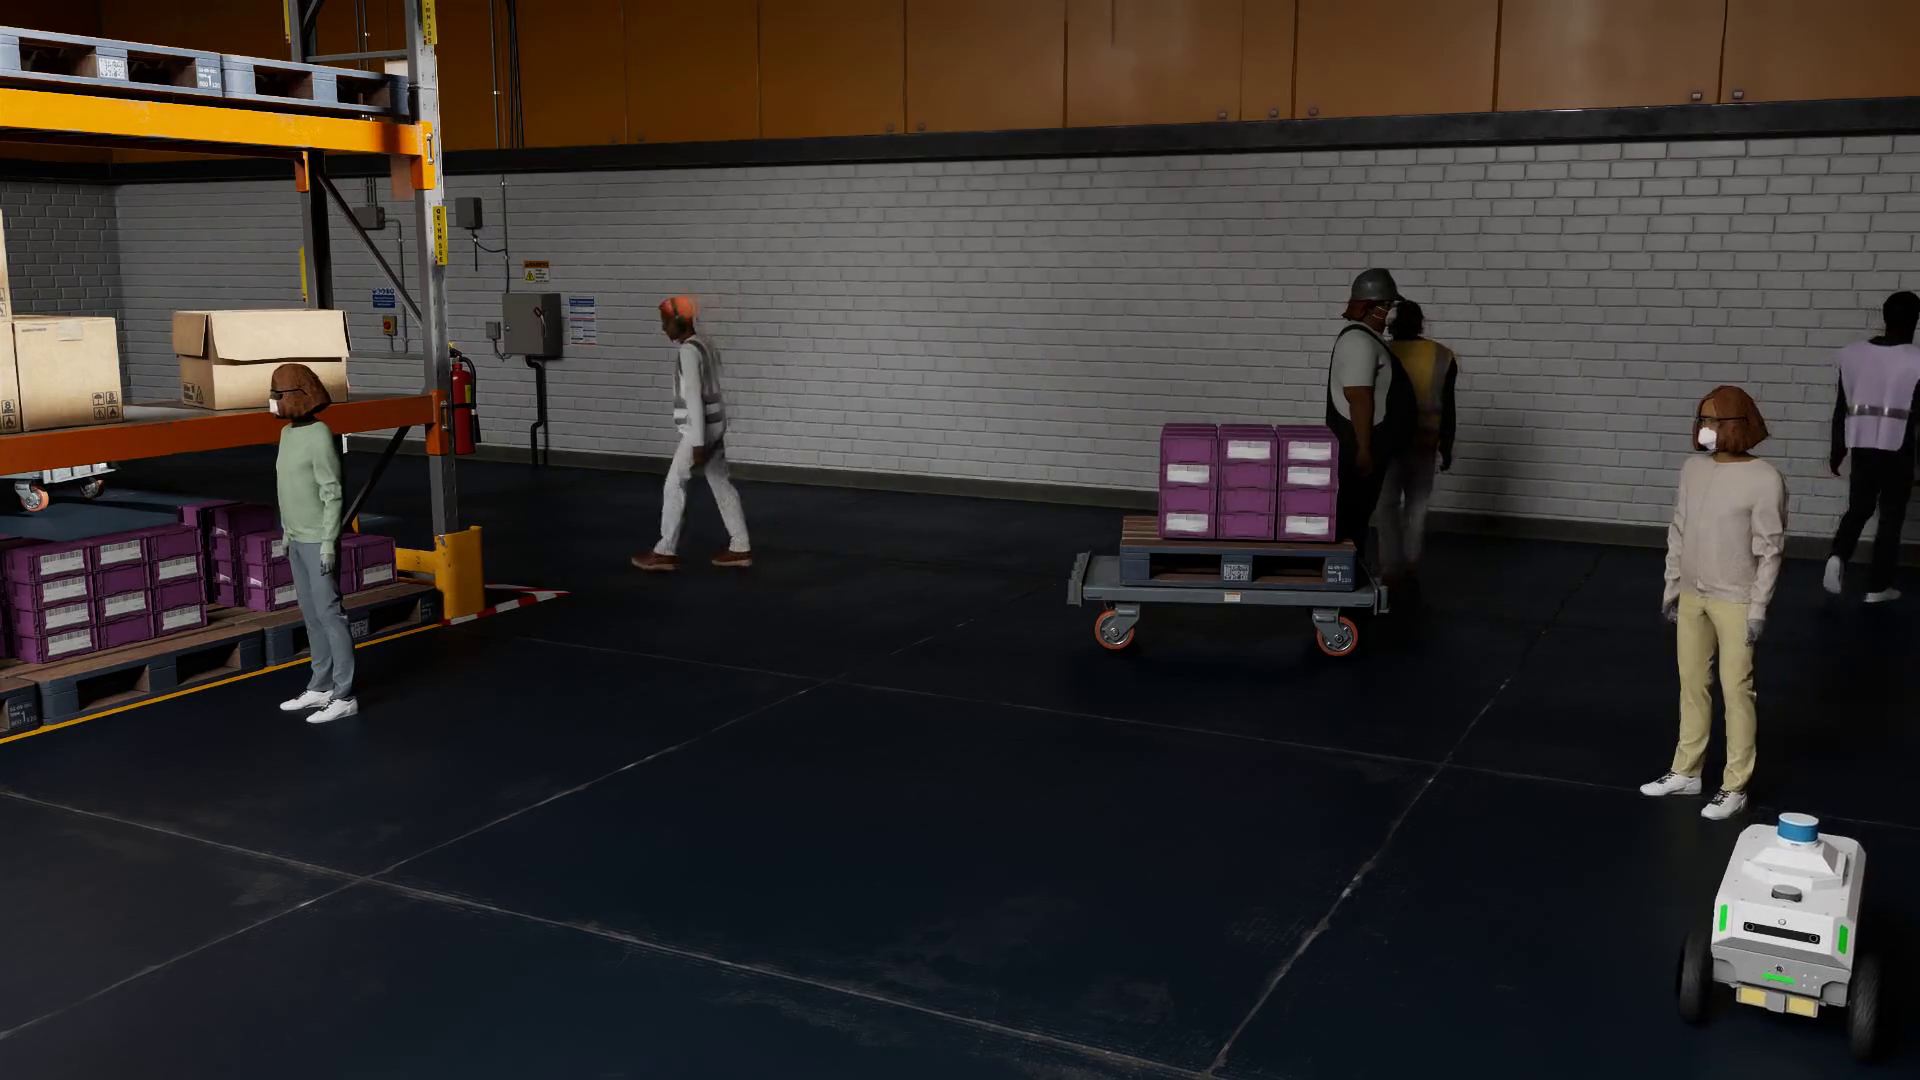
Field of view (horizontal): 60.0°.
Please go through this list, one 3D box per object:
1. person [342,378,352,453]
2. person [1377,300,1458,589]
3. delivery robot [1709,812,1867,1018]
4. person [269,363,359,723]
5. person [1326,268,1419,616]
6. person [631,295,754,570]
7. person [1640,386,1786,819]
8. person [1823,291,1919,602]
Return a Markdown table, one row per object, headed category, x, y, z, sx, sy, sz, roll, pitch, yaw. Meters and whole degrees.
| category | x | y | z | sx | sy | sz | roll | pitch | yaw |
| --- | --- | --- | --- | --- | --- | --- | --- | --- | --- |
| person | -4.950 | -0.932 | 12.867 | 0.539 | 1.695 | 0.318 | 2 | 10 | 11 |
| person | 2.823 | -0.621 | 10.692 | 0.650 | 1.819 | 0.698 | 1 | 10 | 7 |
| delivery robot | 2.332 | 1.008 | 4.662 | 0.477 | 0.478 | 0.707 | 6 | 11 | 30 |
| person | -2.961 | 0.013 | 7.577 | 0.268 | 1.632 | 0.507 | -9 | 13 | -42 |
| person | 2.446 | -0.591 | 9.898 | 0.536 | 2.000 | 0.681 | 2 | 10 | 12 |
| person | -1.825 | -0.706 | 11.126 | 0.910 | 1.834 | 0.703 | 0 | 10 | 1 |
| person | 2.875 | 0.233 | 6.317 | 0.269 | 1.630 | 0.511 | -4 | 10 | -21 |
| person | 5.553 | -0.545 | 10.039 | 0.552 | 1.899 | 0.606 | -7 | 12 | -34 |
